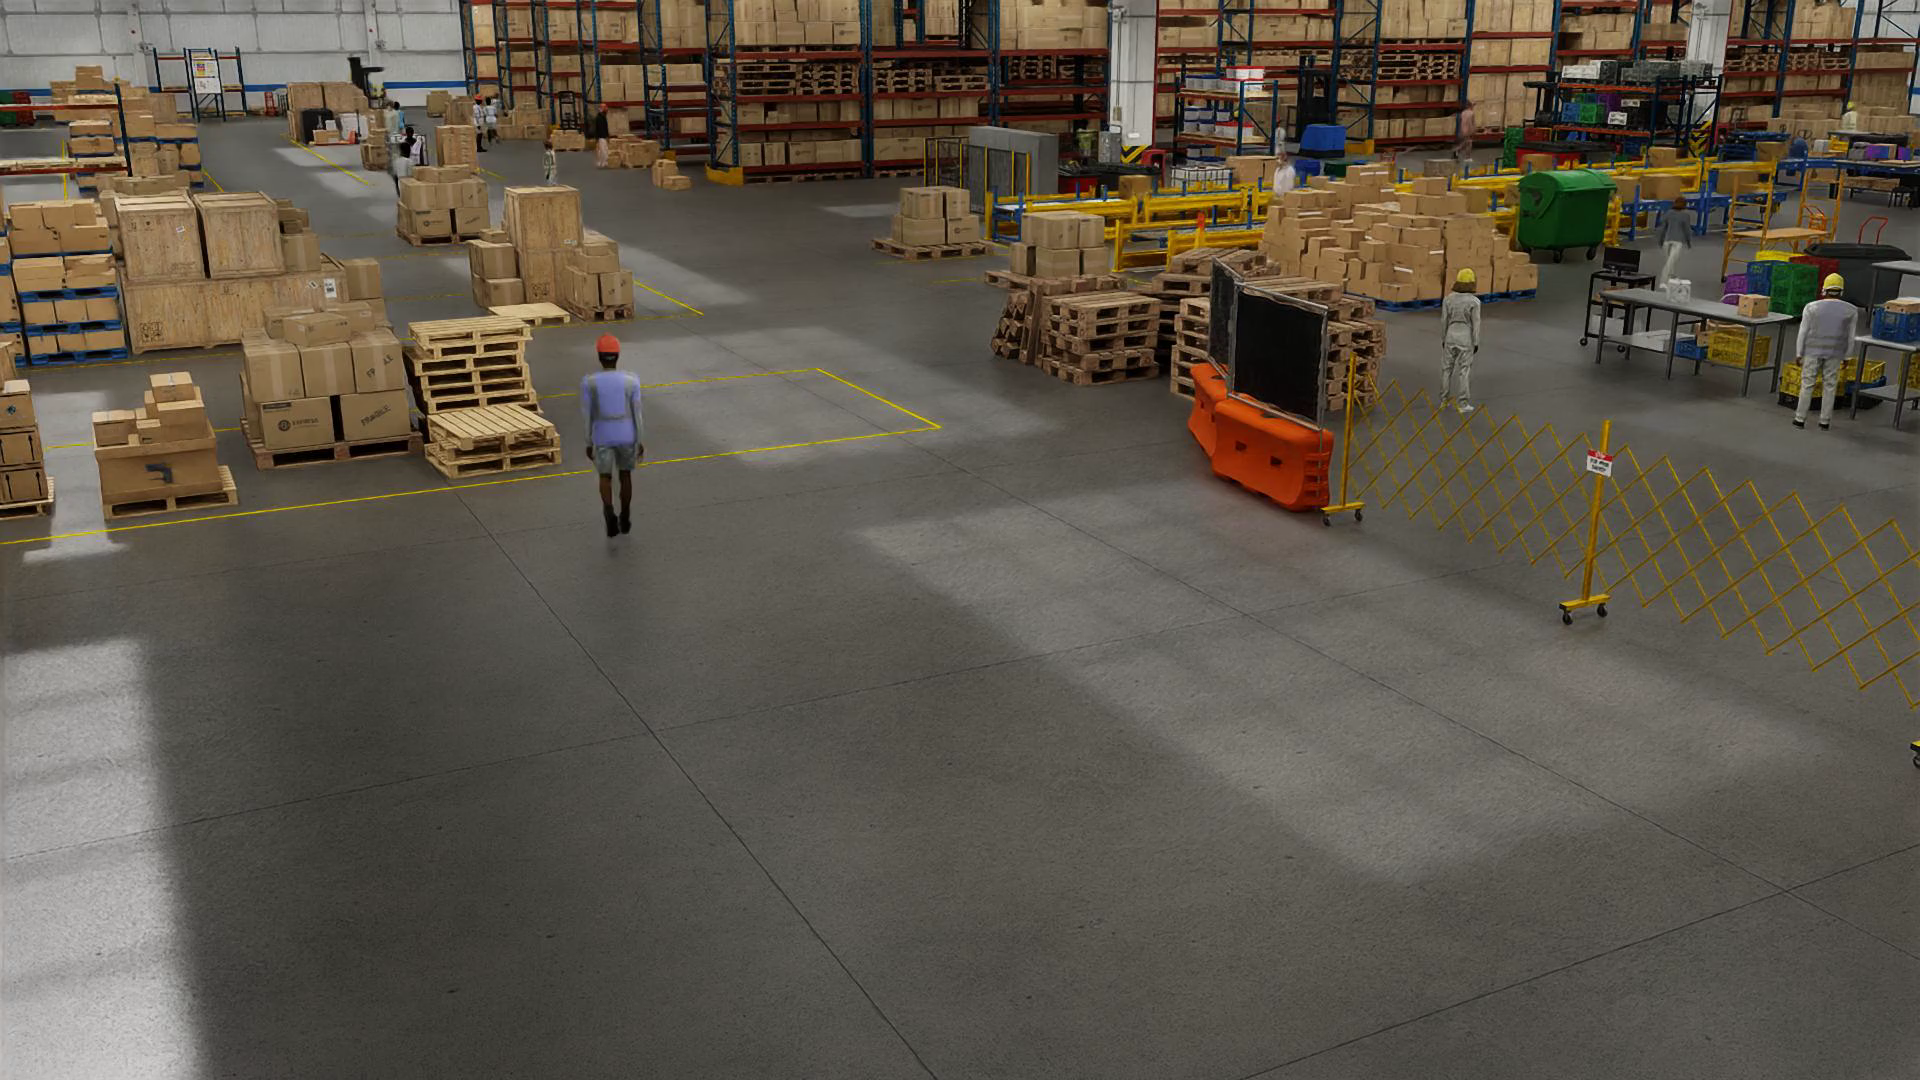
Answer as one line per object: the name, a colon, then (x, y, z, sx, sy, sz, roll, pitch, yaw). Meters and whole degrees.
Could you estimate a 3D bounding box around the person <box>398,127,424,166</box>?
person: (-13.679, -9.344, 41.524, 0.587, 1.914, 0.390, -9, 20, -25)

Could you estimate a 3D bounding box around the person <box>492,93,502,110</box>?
person: (-17.910, -16.446, 64.169, 0.836, 1.603, 0.504, -12, 21, -33)

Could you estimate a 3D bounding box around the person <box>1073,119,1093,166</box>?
person: (3.550, -11.333, 48.142, 0.551, 1.654, 0.873, 11, 21, 31)

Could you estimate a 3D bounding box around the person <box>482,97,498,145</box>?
person: (-16.730, -14.920, 59.269, 0.548, 1.684, 0.410, -13, 22, -35)

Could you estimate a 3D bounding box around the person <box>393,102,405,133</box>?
person: (-19.013, -13.973, 56.306, 0.318, 1.697, 0.535, 11, 21, 32)

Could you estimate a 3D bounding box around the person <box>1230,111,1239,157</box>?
person: (8.448, -12.242, 50.873, 0.543, 1.713, 0.931, 7, 19, 20)

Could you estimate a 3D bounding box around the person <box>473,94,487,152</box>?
person: (-16.308, -14.154, 56.505, 0.388, 1.930, 0.540, 0, 18, -1)

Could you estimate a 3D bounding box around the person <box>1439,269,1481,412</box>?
person: (6.086, -2.428, 20.238, 0.486, 1.744, 0.294, 13, 22, 35)

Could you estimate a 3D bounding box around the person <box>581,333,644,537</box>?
person: (-3.189, -0.939, 15.330, 0.543, 1.912, 0.665, -4, 18, -11)

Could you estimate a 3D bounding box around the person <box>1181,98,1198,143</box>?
person: (7.773, -13.993, 56.057, 0.555, 1.893, 0.986, -12, 21, -34)

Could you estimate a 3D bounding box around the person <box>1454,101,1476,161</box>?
person: (16.176, -13.045, 53.096, 0.532, 1.889, 0.670, -6, 19, -18)

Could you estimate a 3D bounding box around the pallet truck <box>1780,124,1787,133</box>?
pallet truck: (25.206, -12.542, 52.601, 1.601, 1.201, 0.680, 0, 18, -2)

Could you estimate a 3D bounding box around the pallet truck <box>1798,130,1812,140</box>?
pallet truck: (25.526, -11.556, 49.408, 1.630, 1.274, 0.653, -9, 20, -26)

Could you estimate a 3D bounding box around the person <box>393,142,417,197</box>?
person: (-12.047, -7.714, 36.374, 0.624, 1.949, 0.407, 10, 21, 29)

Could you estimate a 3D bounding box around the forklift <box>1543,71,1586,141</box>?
forklift: (18.685, -13.231, 52.085, 1.873, 2.768, 1.129, -9, 20, -26)

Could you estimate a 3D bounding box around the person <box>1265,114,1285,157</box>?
person: (8.640, -10.565, 45.208, 1.046, 1.996, 0.605, -7, 19, -20)

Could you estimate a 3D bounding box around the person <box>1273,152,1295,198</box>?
person: (6.614, -7.113, 34.641, 0.919, 1.870, 0.651, -7, 19, -22)

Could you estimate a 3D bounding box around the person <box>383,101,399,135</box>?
person: (-18.174, -13.048, 53.113, 0.800, 1.912, 0.348, 11, 21, 31)

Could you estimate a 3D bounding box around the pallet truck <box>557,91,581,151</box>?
pallet truck: (-13.495, -14.412, 57.188, 0.823, 1.965, 1.885, -3, 18, -9)

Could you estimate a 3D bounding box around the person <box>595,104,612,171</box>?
person: (-10.691, -12.110, 50.066, 0.736, 1.959, 0.634, 4, 18, 11)

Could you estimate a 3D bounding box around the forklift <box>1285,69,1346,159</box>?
forklift: (11.615, -13.871, 54.079, 1.129, 2.768, 1.873, -9, 20, -27)

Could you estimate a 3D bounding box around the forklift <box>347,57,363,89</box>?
forklift: (-24.244, -17.999, 66.949, 1.873, 2.768, 1.129, -4, 18, -11)

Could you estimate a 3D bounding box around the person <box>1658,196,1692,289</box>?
person: (12.560, -5.220, 29.174, 0.857, 1.592, 0.497, -12, 21, -33)

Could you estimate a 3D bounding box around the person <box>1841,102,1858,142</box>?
person: (29.021, -13.359, 54.231, 0.600, 1.804, 0.826, -7, 19, -21)

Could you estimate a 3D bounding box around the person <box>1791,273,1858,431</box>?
person: (10.045, -2.182, 19.346, 0.595, 1.824, 0.404, 6, 19, 17)

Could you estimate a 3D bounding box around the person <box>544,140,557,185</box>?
person: (-10.094, -9.040, 41.016, 0.307, 1.641, 0.515, -1, 18, -2)
